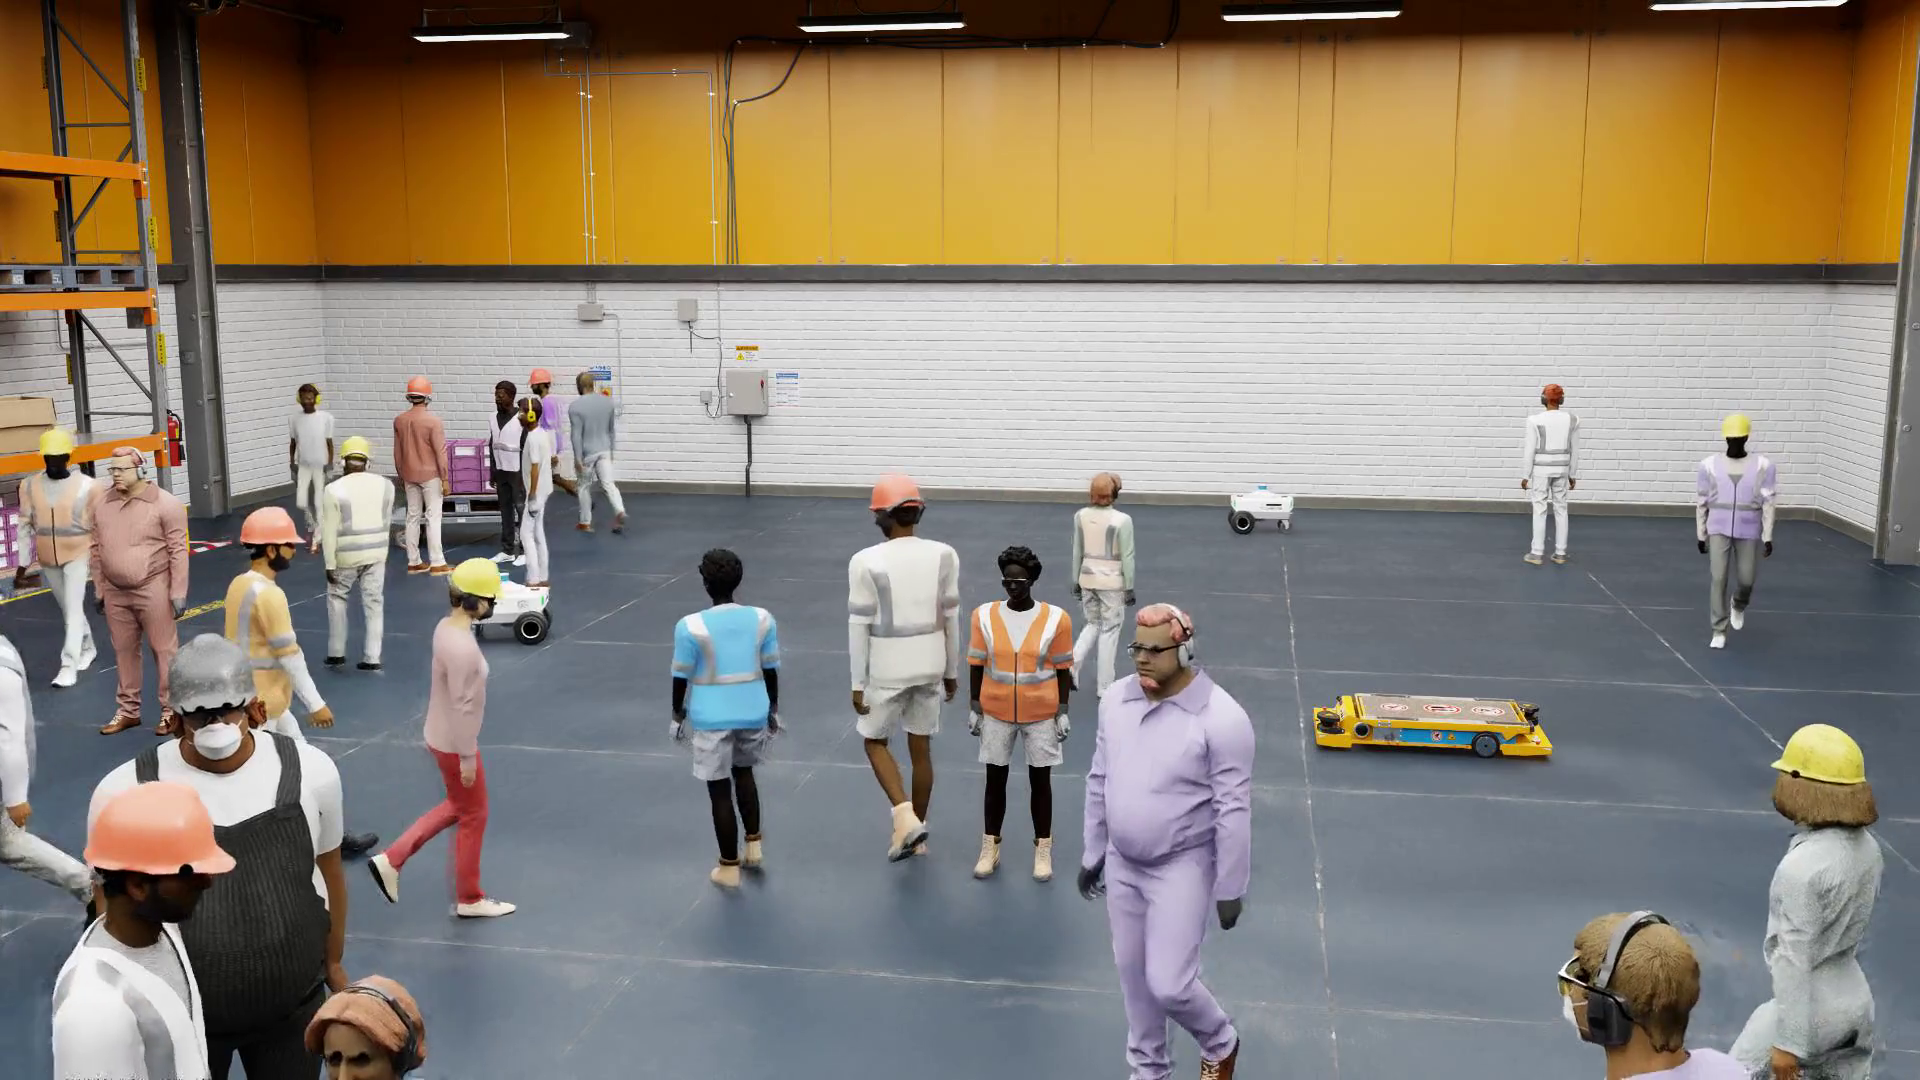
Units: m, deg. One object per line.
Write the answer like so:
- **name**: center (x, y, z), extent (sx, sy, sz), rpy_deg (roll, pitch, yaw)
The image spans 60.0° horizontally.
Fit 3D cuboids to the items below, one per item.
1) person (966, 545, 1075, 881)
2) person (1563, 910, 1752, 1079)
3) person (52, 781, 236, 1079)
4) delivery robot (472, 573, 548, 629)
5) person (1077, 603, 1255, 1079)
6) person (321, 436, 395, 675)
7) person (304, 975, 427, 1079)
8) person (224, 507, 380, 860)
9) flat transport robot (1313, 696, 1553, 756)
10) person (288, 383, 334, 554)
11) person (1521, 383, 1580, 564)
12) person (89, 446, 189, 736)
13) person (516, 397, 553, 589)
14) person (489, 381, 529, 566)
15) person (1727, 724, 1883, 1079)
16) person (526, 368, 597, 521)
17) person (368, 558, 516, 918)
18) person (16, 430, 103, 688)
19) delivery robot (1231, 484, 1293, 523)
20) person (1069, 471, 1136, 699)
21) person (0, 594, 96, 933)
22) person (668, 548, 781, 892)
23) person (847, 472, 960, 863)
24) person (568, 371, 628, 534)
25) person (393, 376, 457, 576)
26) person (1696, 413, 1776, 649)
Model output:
- **person**: center (0.296, 0.861, 8.288), extent (0.539, 1.695, 0.318), rpy_deg (2, 9, 10)
- **person**: center (1.278, 1.609, 3.097), extent (0.646, 1.896, 1.037), rpy_deg (-6, 11, -35)
- **person**: center (-1.942, 1.479, 3.793), extent (0.667, 1.912, 0.577), rpy_deg (-2, 9, -14)
- **delivery robot**: center (-3.756, 0.517, 13.667), extent (0.707, 0.478, 0.477), rpy_deg (-2, 9, -10)
- **person**: center (0.714, 1.149, 5.894), extent (0.456, 1.891, 0.654), rpy_deg (-8, 12, -41)
- **person**: center (-4.603, 0.112, 12.618), extent (0.596, 1.797, 0.686), rpy_deg (-9, 13, -44)
- **person**: center (-1.171, 1.667, 3.550), extent (0.514, 1.609, 0.710), rpy_deg (0, 9, -2)
- **person**: center (-3.456, 0.781, 8.228), extent (0.997, 1.890, 0.542), rpy_deg (-6, 11, -33)
- **flat transport robot**: center (3.023, 1.179, 10.728), extent (1.431, 0.197, 0.652), rpy_deg (2, 9, 10)
- **person**: center (-6.989, -0.773, 17.962), extent (0.499, 1.850, 0.425), rpy_deg (-1, 9, -7)
- **person**: center (6.138, -0.686, 17.305), extent (0.584, 1.883, 0.337), rpy_deg (-1, 9, -5)
- **person**: center (-5.388, 0.336, 10.894), extent (0.639, 1.911, 0.402), rpy_deg (1, 9, 7)
- **person**: center (-4.065, -0.419, 15.736), extent (0.401, 1.864, 0.534), rpy_deg (0, 9, -1)
- **person**: center (-4.648, -0.697, 17.268), extent (0.589, 1.920, 0.395), rpy_deg (6, 11, 32)
- **person**: center (2.461, 1.383, 4.967), extent (0.503, 1.715, 0.683), rpy_deg (-7, 11, -36)
- **person**: center (-4.843, -1.113, 19.906), extent (0.880, 1.914, 0.559), rpy_deg (-2, 9, -10)
- **person**: center (-2.379, 0.939, 7.671), extent (0.616, 1.730, 0.569), rpy_deg (-4, 10, -24)
- **person**: center (-6.660, 0.113, 12.381), extent (0.586, 1.882, 1.005), rpy_deg (-1, 9, -3)
- **delivery robot**: center (3.521, -0.405, 19.389), extent (0.707, 0.478, 0.477), rpy_deg (1, 9, 5)
- **person**: center (0.988, 0.333, 11.765), extent (0.514, 1.631, 0.418), rpy_deg (9, 13, 44)
- **person**: center (-4.129, 0.988, 7.197), extent (0.809, 1.800, 0.593), rpy_deg (-7, 12, -37)
- **person**: center (-1.164, 0.877, 8.231), extent (0.550, 1.679, 0.487), rpy_deg (-6, 11, -33)
- **person**: center (-0.268, 0.670, 8.479), extent (0.622, 2.028, 0.576), rpy_deg (-4, 10, -24)
- **person**: center (-4.190, -1.001, 19.257), extent (0.637, 1.907, 0.904), rpy_deg (-9, 13, -43)
- **person**: center (-5.364, -0.635, 16.640), extent (0.622, 1.996, 0.369), rpy_deg (4, 10, 23)
- **person**: center (6.308, -0.096, 13.562), extent (0.590, 1.911, 0.688), rpy_deg (4, 10, 25)
